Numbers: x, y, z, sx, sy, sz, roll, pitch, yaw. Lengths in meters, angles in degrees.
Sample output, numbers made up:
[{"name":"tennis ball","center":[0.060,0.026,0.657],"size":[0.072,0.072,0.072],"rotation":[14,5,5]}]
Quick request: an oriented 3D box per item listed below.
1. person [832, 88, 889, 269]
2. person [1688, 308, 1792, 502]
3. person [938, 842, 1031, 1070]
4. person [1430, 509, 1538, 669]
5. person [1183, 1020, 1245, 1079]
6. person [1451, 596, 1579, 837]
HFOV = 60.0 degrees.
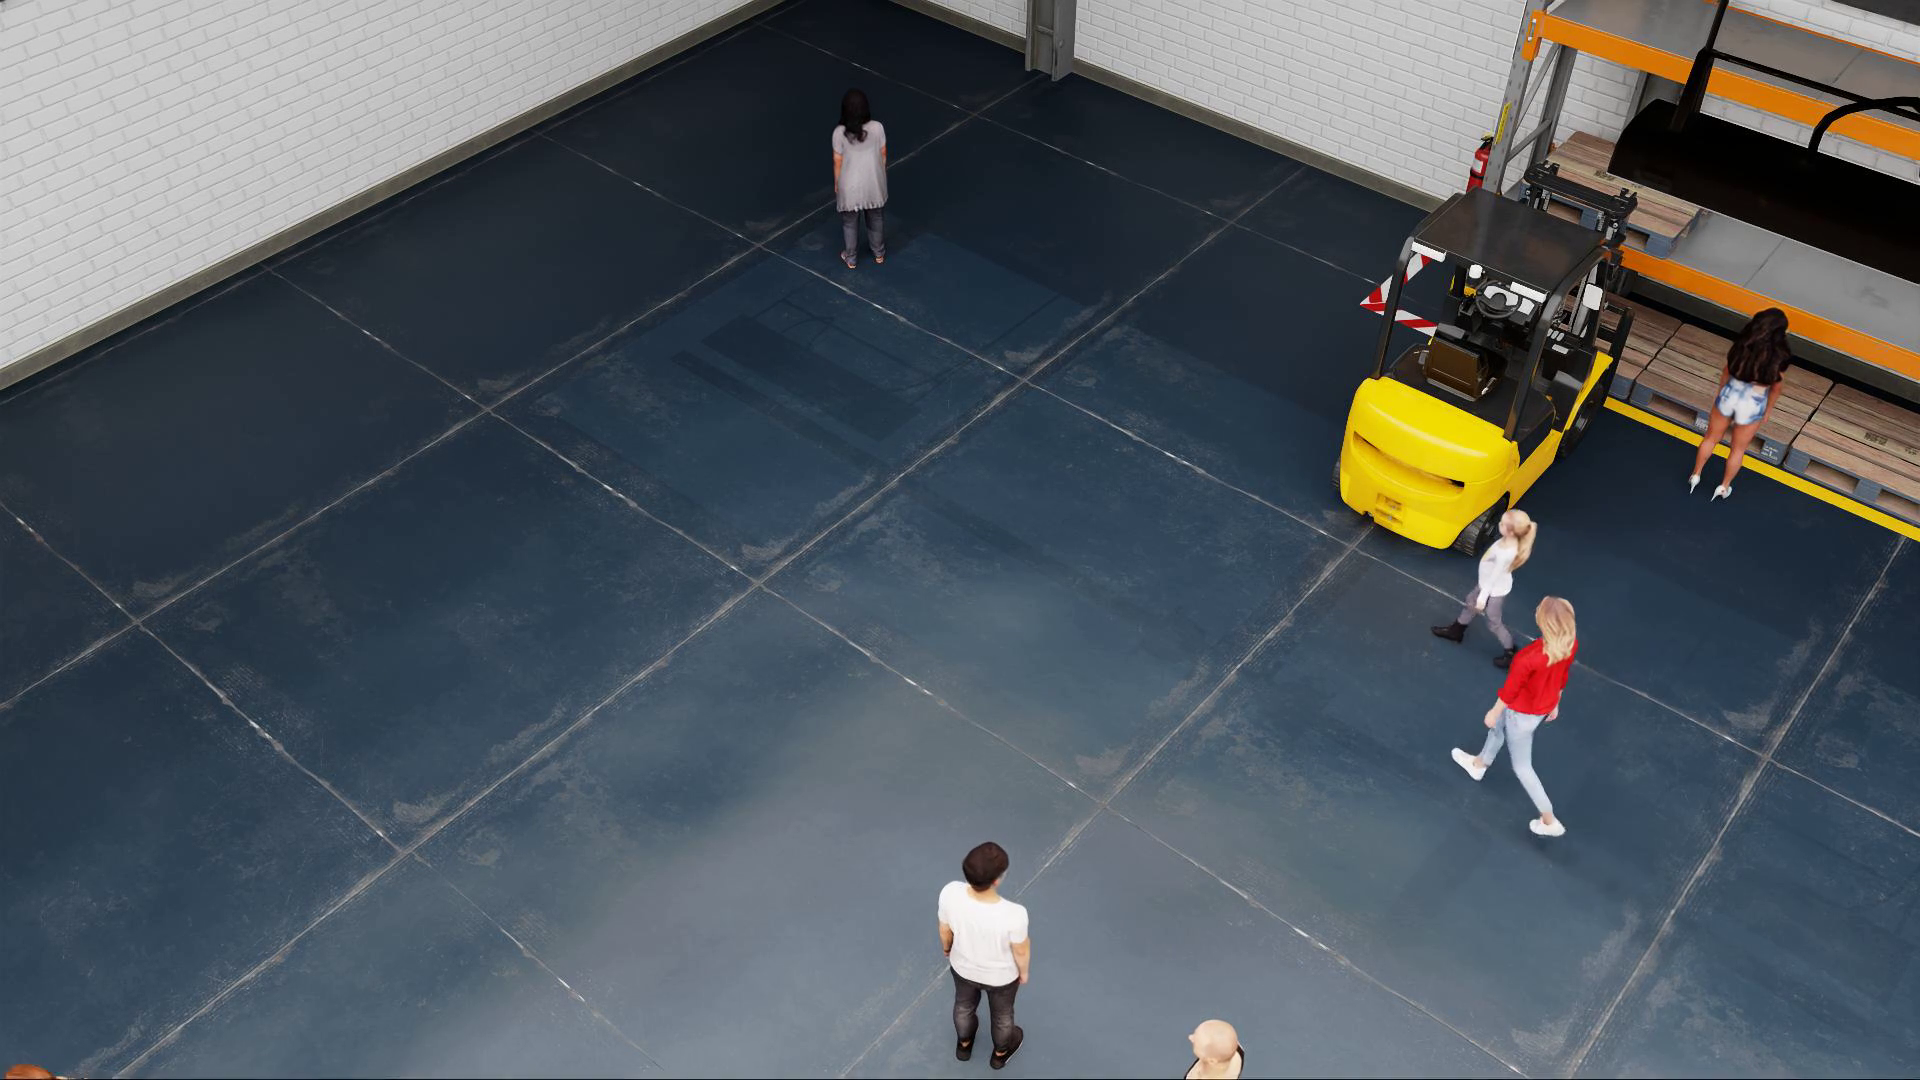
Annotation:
[{"name":"person","center":[-0.842,-3.043,14.005],"size":[0.759,1.611,0.805],"rotation":[-13,45,-13]},{"name":"person","center":[5.532,-0.951,11.797],"size":[0.477,1.626,0.605],"rotation":[31,51,28]},{"name":"person","center":[0.122,2.136,8.489],"size":[0.577,1.720,0.744],"rotation":[14,45,15]},{"name":"person","center":[3.505,0.329,10.717],"size":[0.919,1.263,0.605],"rotation":[21,47,20]},{"name":"person","center":[1.135,2.778,7.746],"size":[0.637,1.815,0.692],"rotation":[14,45,15]},{"name":"person","center":[3.349,1.051,9.666],"size":[0.785,1.668,1.156],"rotation":[-27,50,-26]}]
